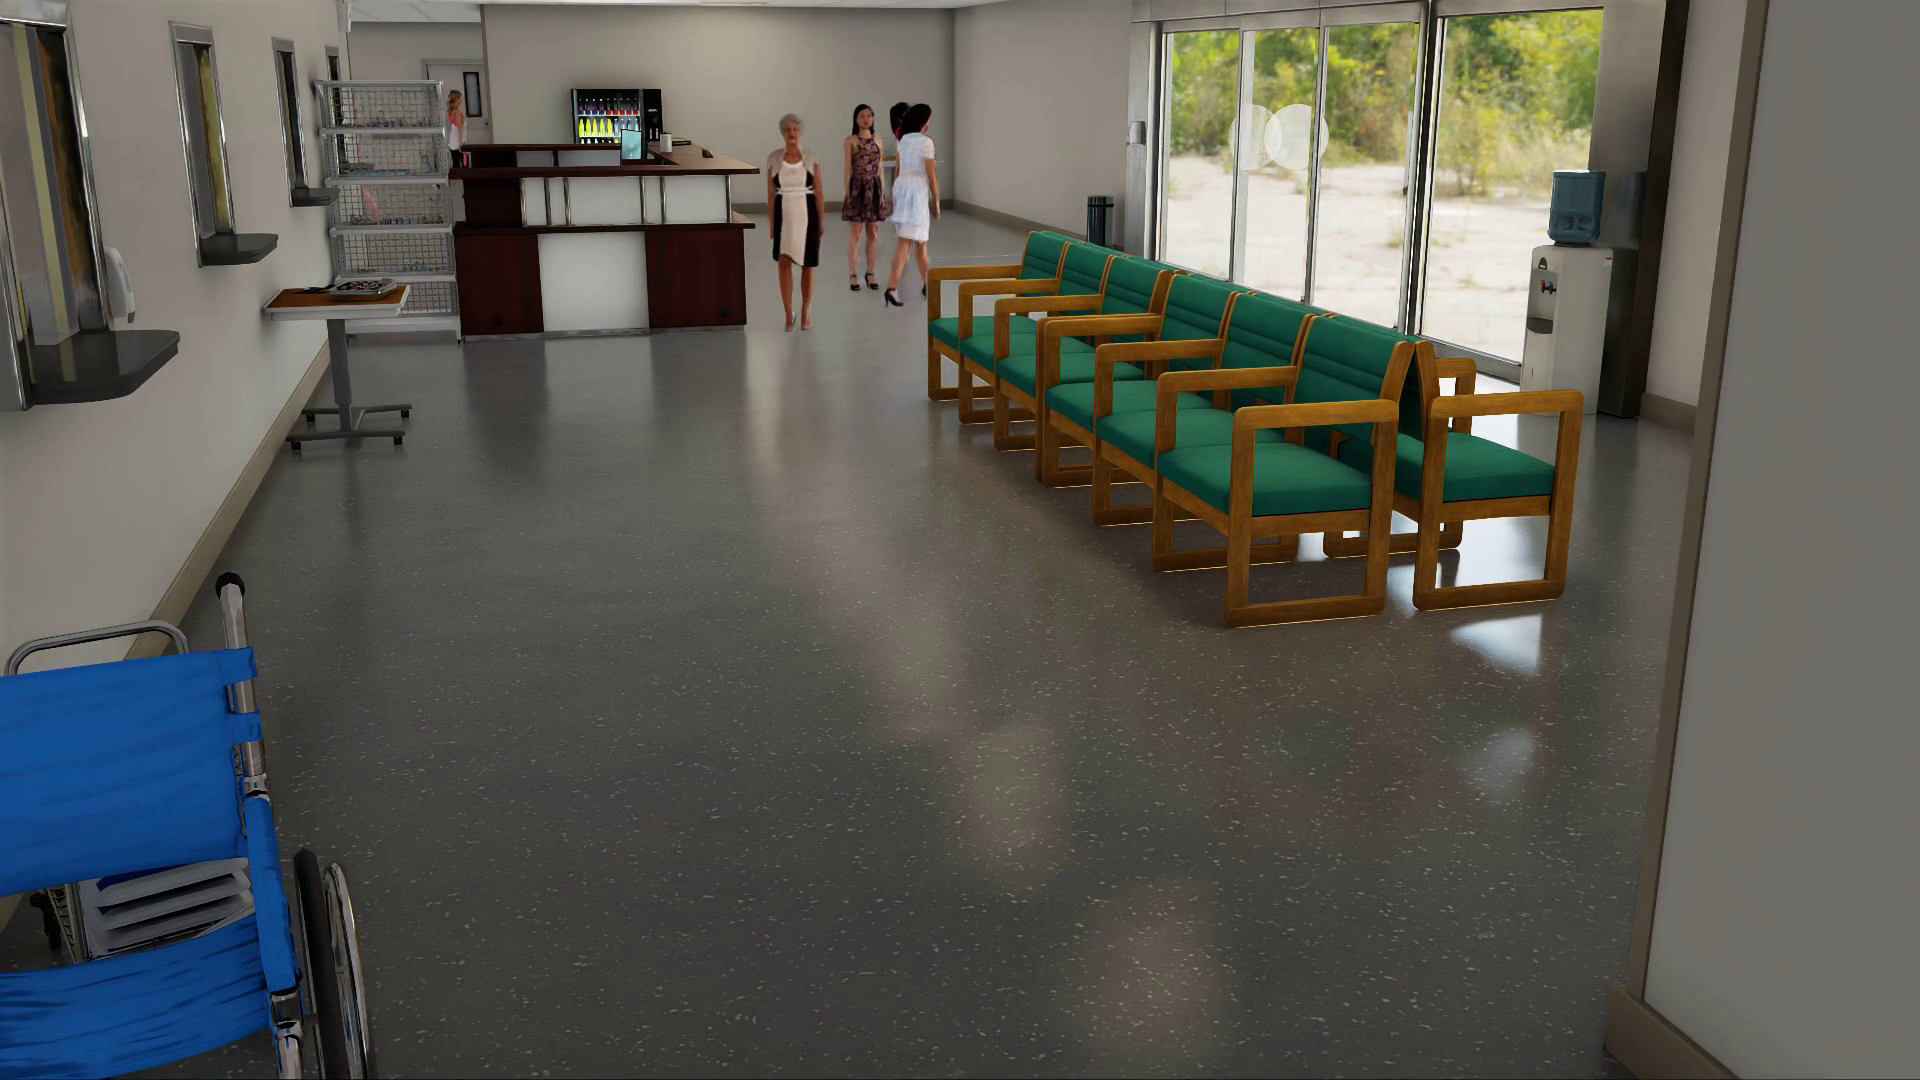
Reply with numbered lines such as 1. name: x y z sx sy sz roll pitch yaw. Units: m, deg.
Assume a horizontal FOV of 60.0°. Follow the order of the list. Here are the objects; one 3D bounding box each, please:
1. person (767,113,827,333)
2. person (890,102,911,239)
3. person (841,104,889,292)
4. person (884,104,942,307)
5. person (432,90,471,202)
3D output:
1. person: -1.314 -2.570 13.556 0.752 1.734 0.786 -1 16 -3
2. person: -0.734 -4.757 21.385 0.602 1.696 0.613 -2 16 -6
3. person: -0.921 -3.313 16.120 0.675 1.774 0.782 -8 18 -26
4. person: -0.489 -2.936 14.791 0.903 1.769 1.056 14 21 41
5. person: -8.279 -6.408 27.116 1.080 1.765 0.881 -13 20 -38
